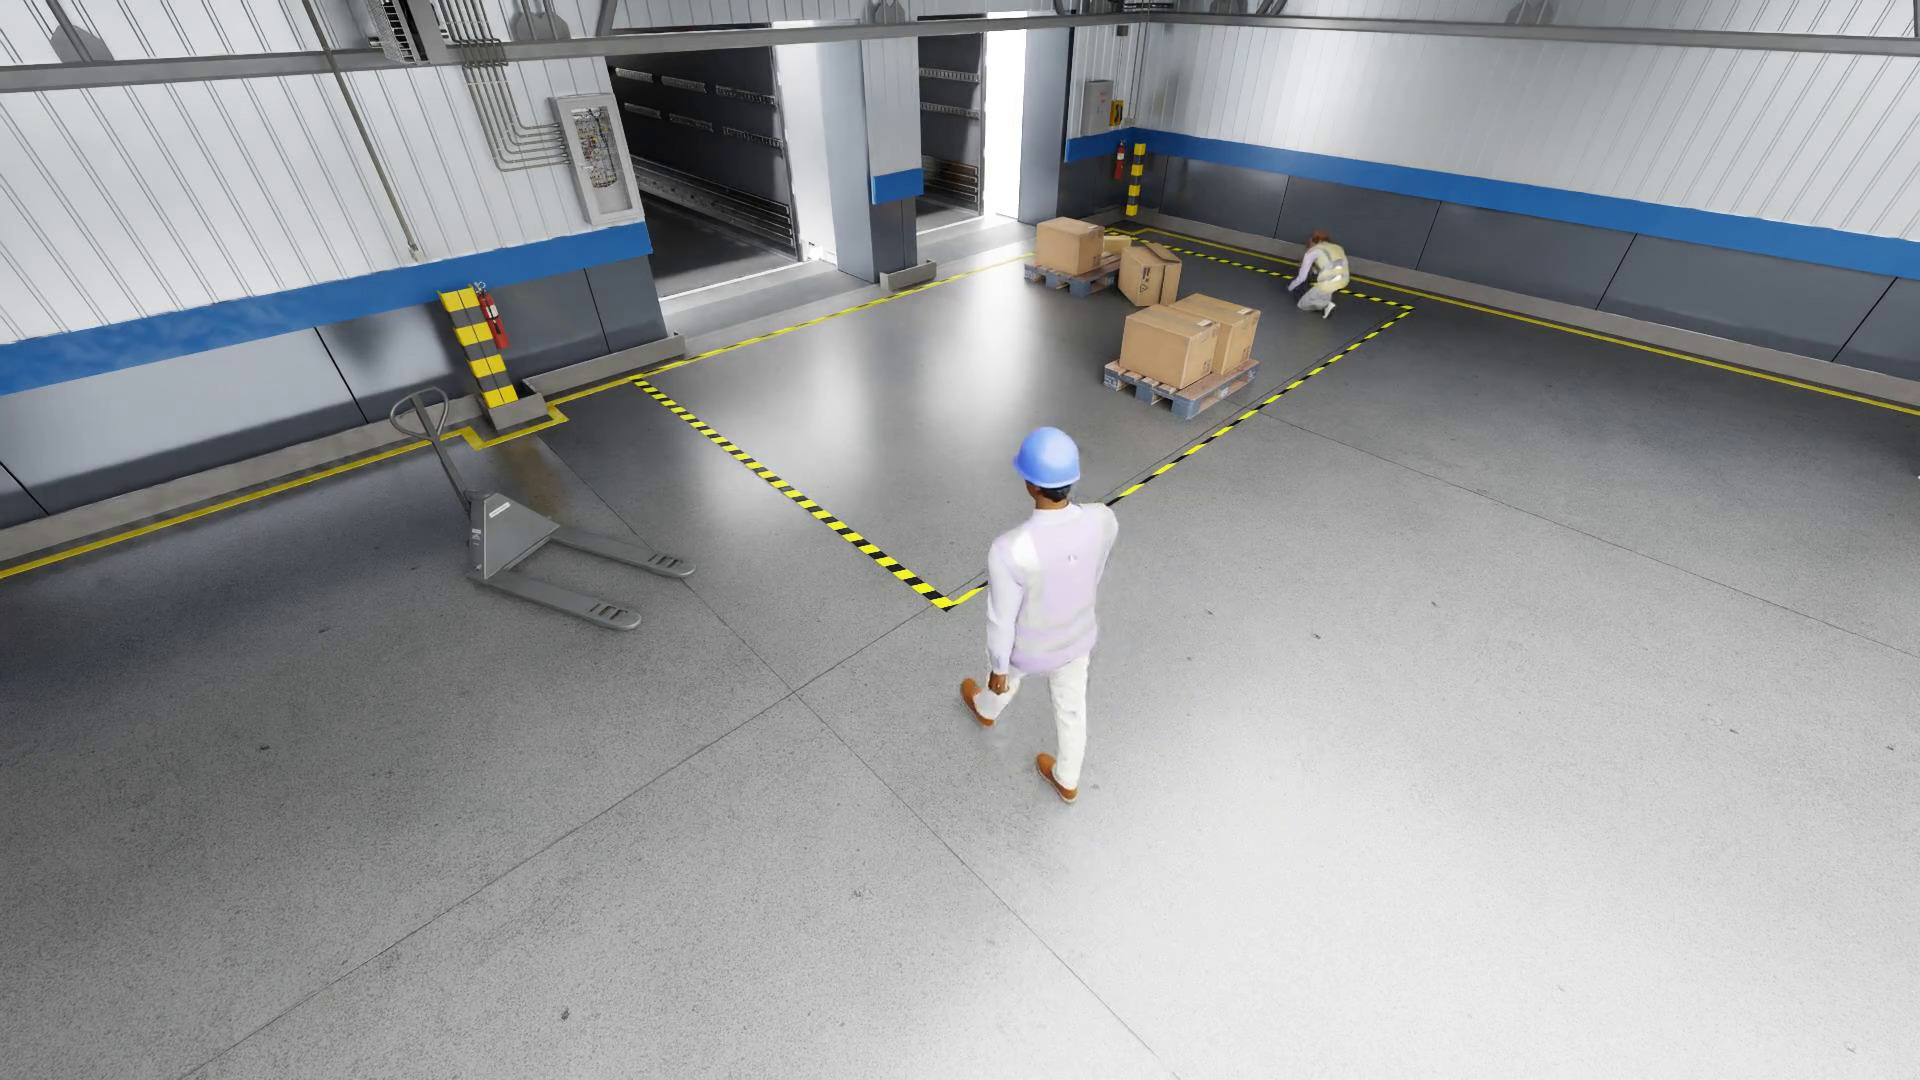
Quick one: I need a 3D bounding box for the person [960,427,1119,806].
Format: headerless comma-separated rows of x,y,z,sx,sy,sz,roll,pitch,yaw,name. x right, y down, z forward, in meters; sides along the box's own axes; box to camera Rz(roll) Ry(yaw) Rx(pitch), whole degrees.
0.318,0.330,3.293,0.651,1.911,0.864,-17,41,-21,person

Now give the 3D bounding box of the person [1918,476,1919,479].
7.877,-1.113,5.300,0.484,1.744,0.293,-1,38,-1,person

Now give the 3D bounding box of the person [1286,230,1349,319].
4.350,-3.148,8.721,0.563,0.857,0.883,-9,39,-11,person

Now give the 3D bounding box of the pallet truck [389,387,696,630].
-2.613,-0.247,4.593,1.601,1.201,0.680,14,40,17,pallet truck
